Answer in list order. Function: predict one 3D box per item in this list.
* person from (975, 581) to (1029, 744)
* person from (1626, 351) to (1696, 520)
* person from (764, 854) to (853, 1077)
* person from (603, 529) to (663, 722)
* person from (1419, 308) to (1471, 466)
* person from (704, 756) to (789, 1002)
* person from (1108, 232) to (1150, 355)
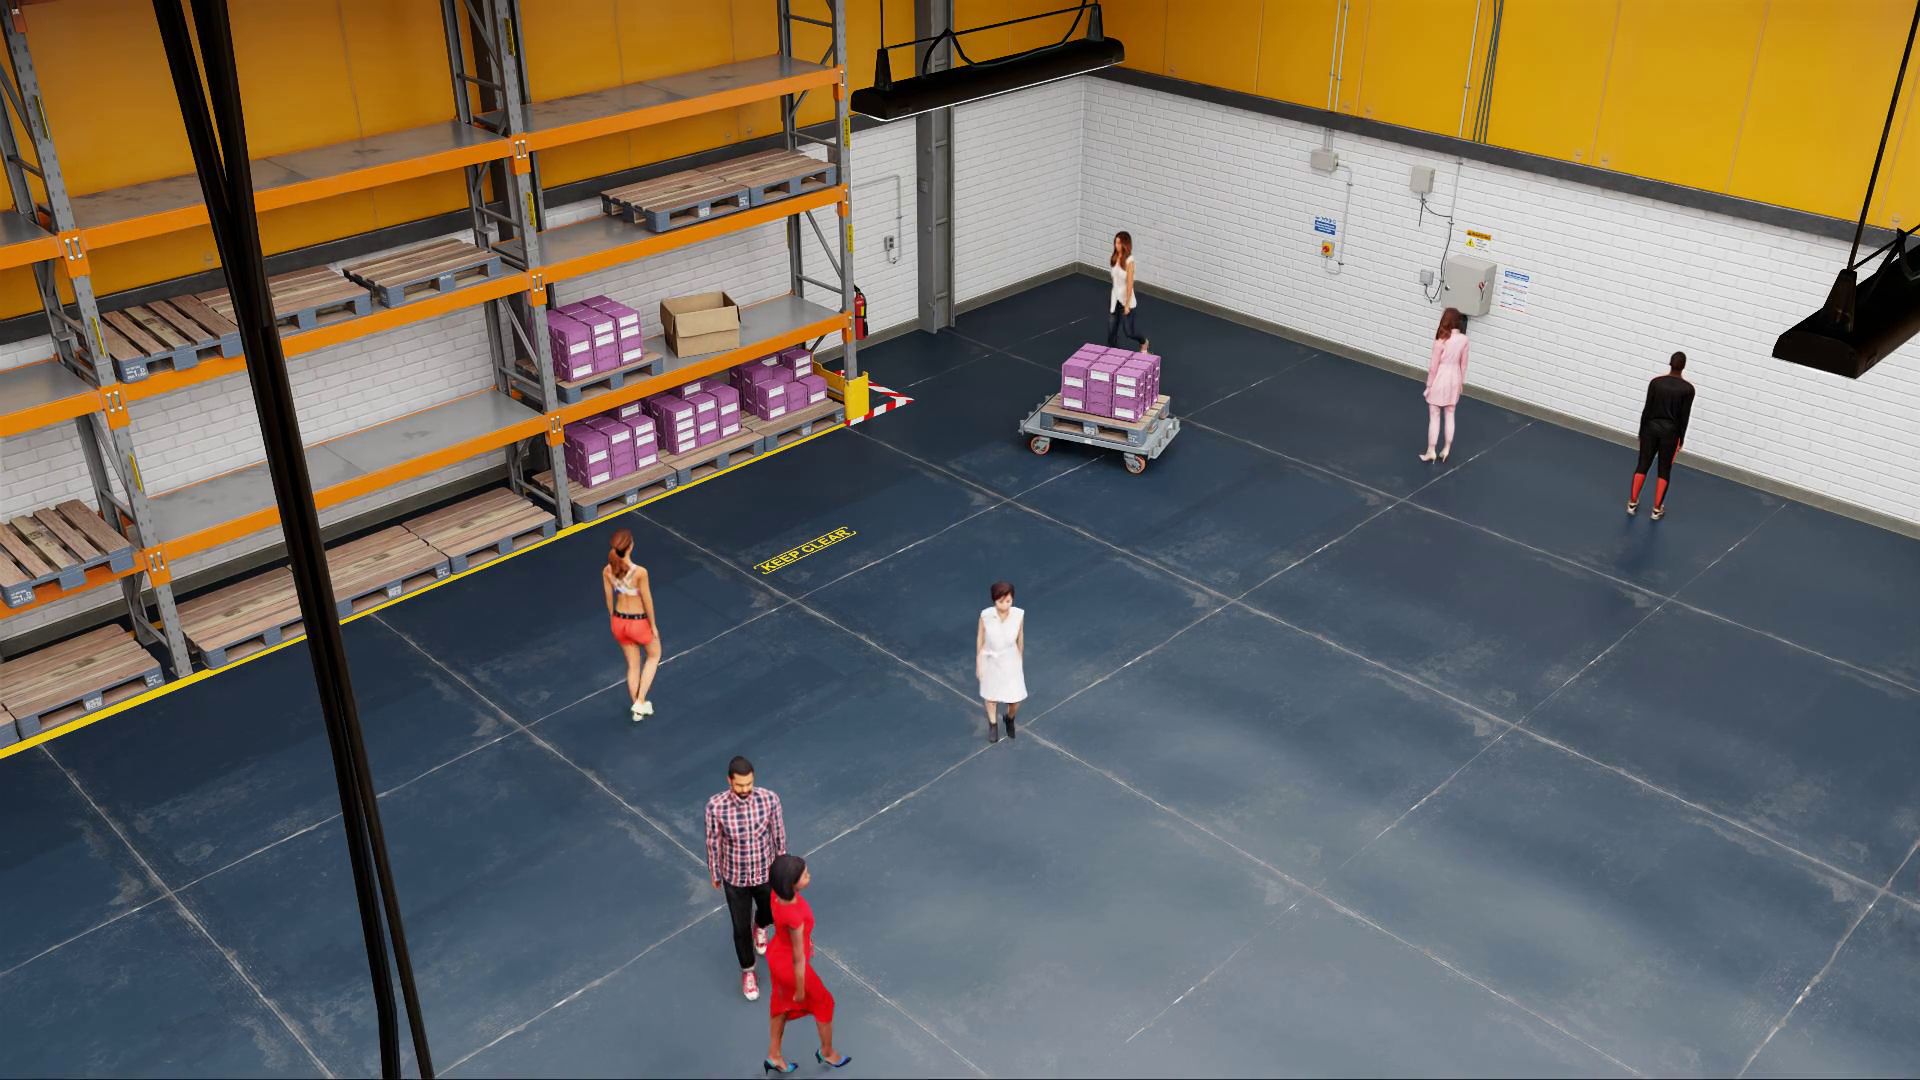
[{"bbox_3d":[0.312,0.968,13.708,0.695,1.543,0.761,-1,29,-3],"label":"person"},{"bbox_3d":[7.265,-1.101,17.226,0.659,1.806,0.608,16,33,27],"label":"person"},{"bbox_3d":[-1.131,2.692,10.356,0.857,1.727,0.713,-14,31,-24],"label":"person"},{"bbox_3d":[-2.755,0.768,13.830,0.725,1.778,0.767,7,29,13],"label":"person"},{"bbox_3d":[5.339,-1.687,18.306,0.644,1.800,0.748,-6,29,-10],"label":"person"},{"bbox_3d":[-1.428,2.185,11.252,1.017,1.758,1.027,-7,29,-13],"label":"person"},{"bbox_3d":[2.102,-2.977,20.709,1.051,1.764,0.693,-20,34,-31],"label":"person"}]
